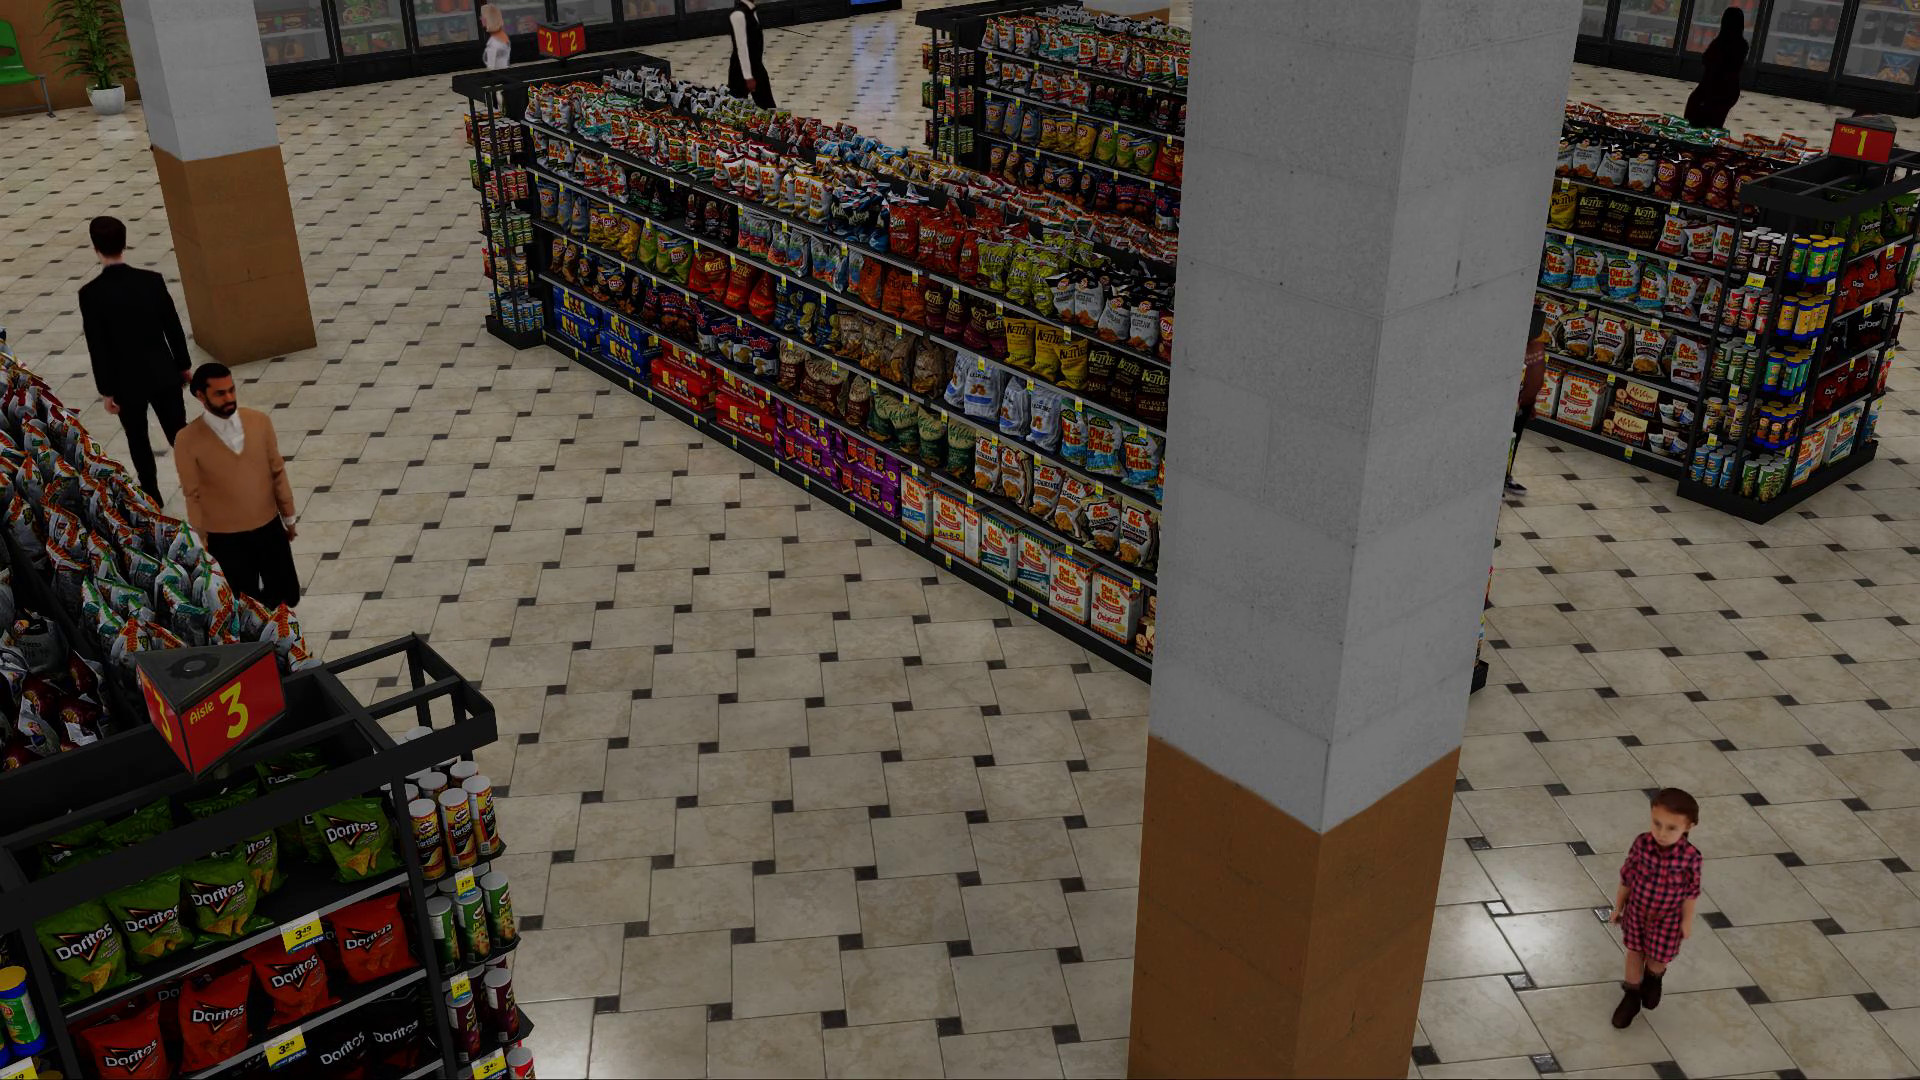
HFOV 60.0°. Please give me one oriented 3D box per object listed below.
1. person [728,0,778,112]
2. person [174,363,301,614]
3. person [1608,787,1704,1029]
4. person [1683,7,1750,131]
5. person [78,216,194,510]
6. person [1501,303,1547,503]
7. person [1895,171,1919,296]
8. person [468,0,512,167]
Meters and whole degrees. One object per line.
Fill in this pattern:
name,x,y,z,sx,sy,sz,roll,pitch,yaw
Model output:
person,-2.362,-5.004,17.744,1.381,1.867,1.184,7,28,14
person,-3.534,-0.052,8.123,0.955,1.737,0.710,24,35,38
person,2.598,1.345,6.168,0.500,1.013,0.544,18,32,32
person,7.697,-4.449,16.783,0.740,1.746,0.775,-14,30,-26
person,-4.722,-0.921,9.701,0.758,1.861,1.220,-23,35,-37
person,3.426,-0.867,10.265,0.550,1.253,0.508,-15,31,-28
person,8.021,-2.899,13.792,0.604,1.688,0.532,-24,35,-38
person,-4.618,-4.592,17.116,1.097,1.700,1.079,0,27,1
